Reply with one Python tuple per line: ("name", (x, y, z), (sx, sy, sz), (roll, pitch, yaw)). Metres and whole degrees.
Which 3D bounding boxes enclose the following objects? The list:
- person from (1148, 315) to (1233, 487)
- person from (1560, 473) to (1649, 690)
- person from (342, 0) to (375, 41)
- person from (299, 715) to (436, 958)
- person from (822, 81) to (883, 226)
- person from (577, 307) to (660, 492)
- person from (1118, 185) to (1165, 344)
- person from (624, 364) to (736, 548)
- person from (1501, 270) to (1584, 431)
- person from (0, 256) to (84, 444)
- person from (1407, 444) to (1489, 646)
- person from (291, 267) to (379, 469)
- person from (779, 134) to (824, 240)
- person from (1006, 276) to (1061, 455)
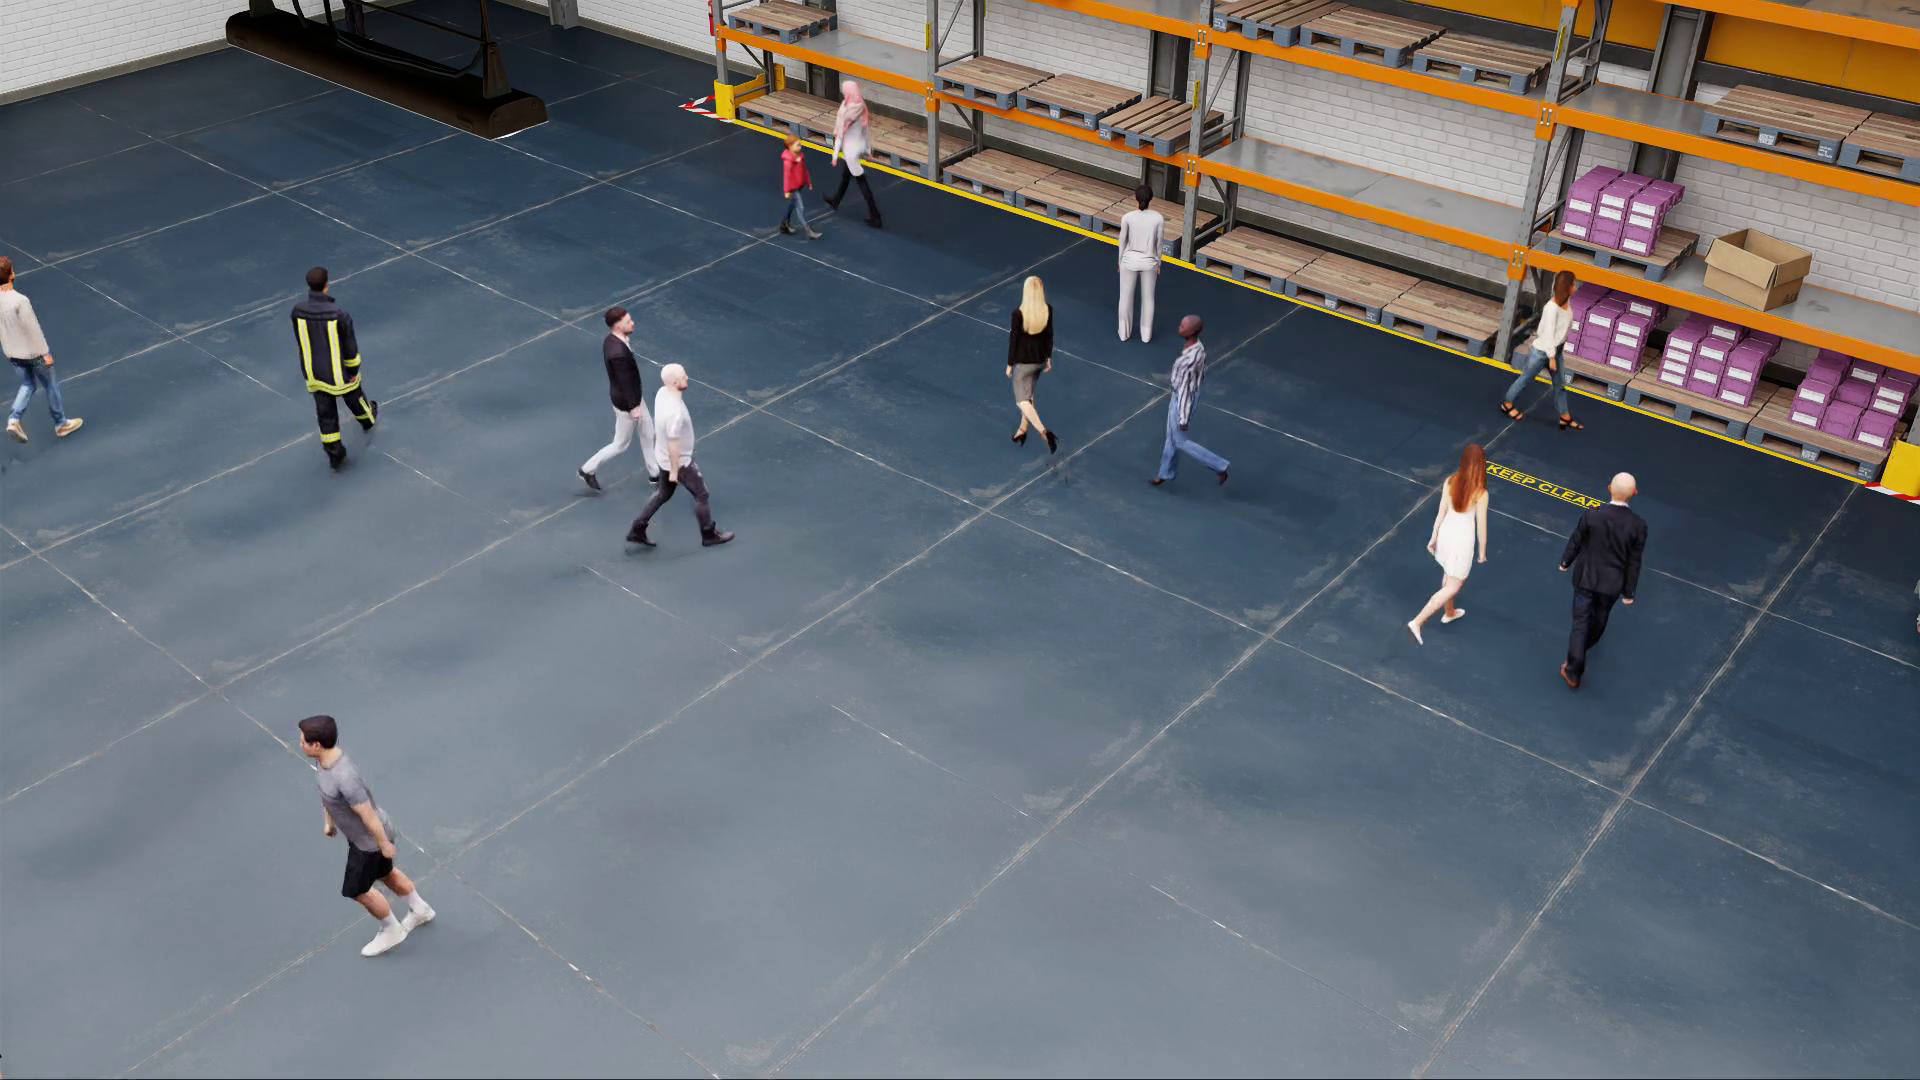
("person", (2.124, -1.206, 15.096), (1.101, 1.775, 0.927), (7, 34, 10))
("person", (4.901, 0.361, 12.749), (1.120, 1.762, 1.012), (9, 35, 13))
("person", (-9.811, -8.888, 26.679), (0.549, 1.747, 0.711), (13, 36, 19))
("person", (-3.659, 1.824, 10.477), (0.848, 1.842, 0.806), (-26, 42, -33))
("person", (-1.223, -4.687, 20.356), (1.207, 1.749, 0.688), (22, 39, 29))
("person", (-3.123, -1.237, 15.107), (1.181, 1.815, 1.172), (-5, 34, -8))
("person", (1.918, -2.946, 17.752), (0.674, 1.732, 0.768), (2, 34, 3))
("person", (-2.539, -0.678, 14.273), (1.098, 1.807, 1.219), (-13, 36, -18))
("person", (5.633, -1.852, 16.191), (1.028, 1.638, 0.629), (25, 41, 33))
("person", (-8.935, -1.751, 15.816), (1.023, 1.886, 0.949), (10, 35, 15))
("person", (3.894, 0.062, 13.282), (0.816, 1.671, 1.077), (-20, 38, -27))
("person", (-5.929, -1.570, 15.563), (1.274, 1.864, 1.290), (0, 34, 0))
("person", (-2.050, -4.290, 20.177), (0.936, 1.286, 0.671), (14, 36, 20))
("person", (0.690, -1.577, 15.611), (0.822, 1.823, 1.080), (-18, 38, -25))
